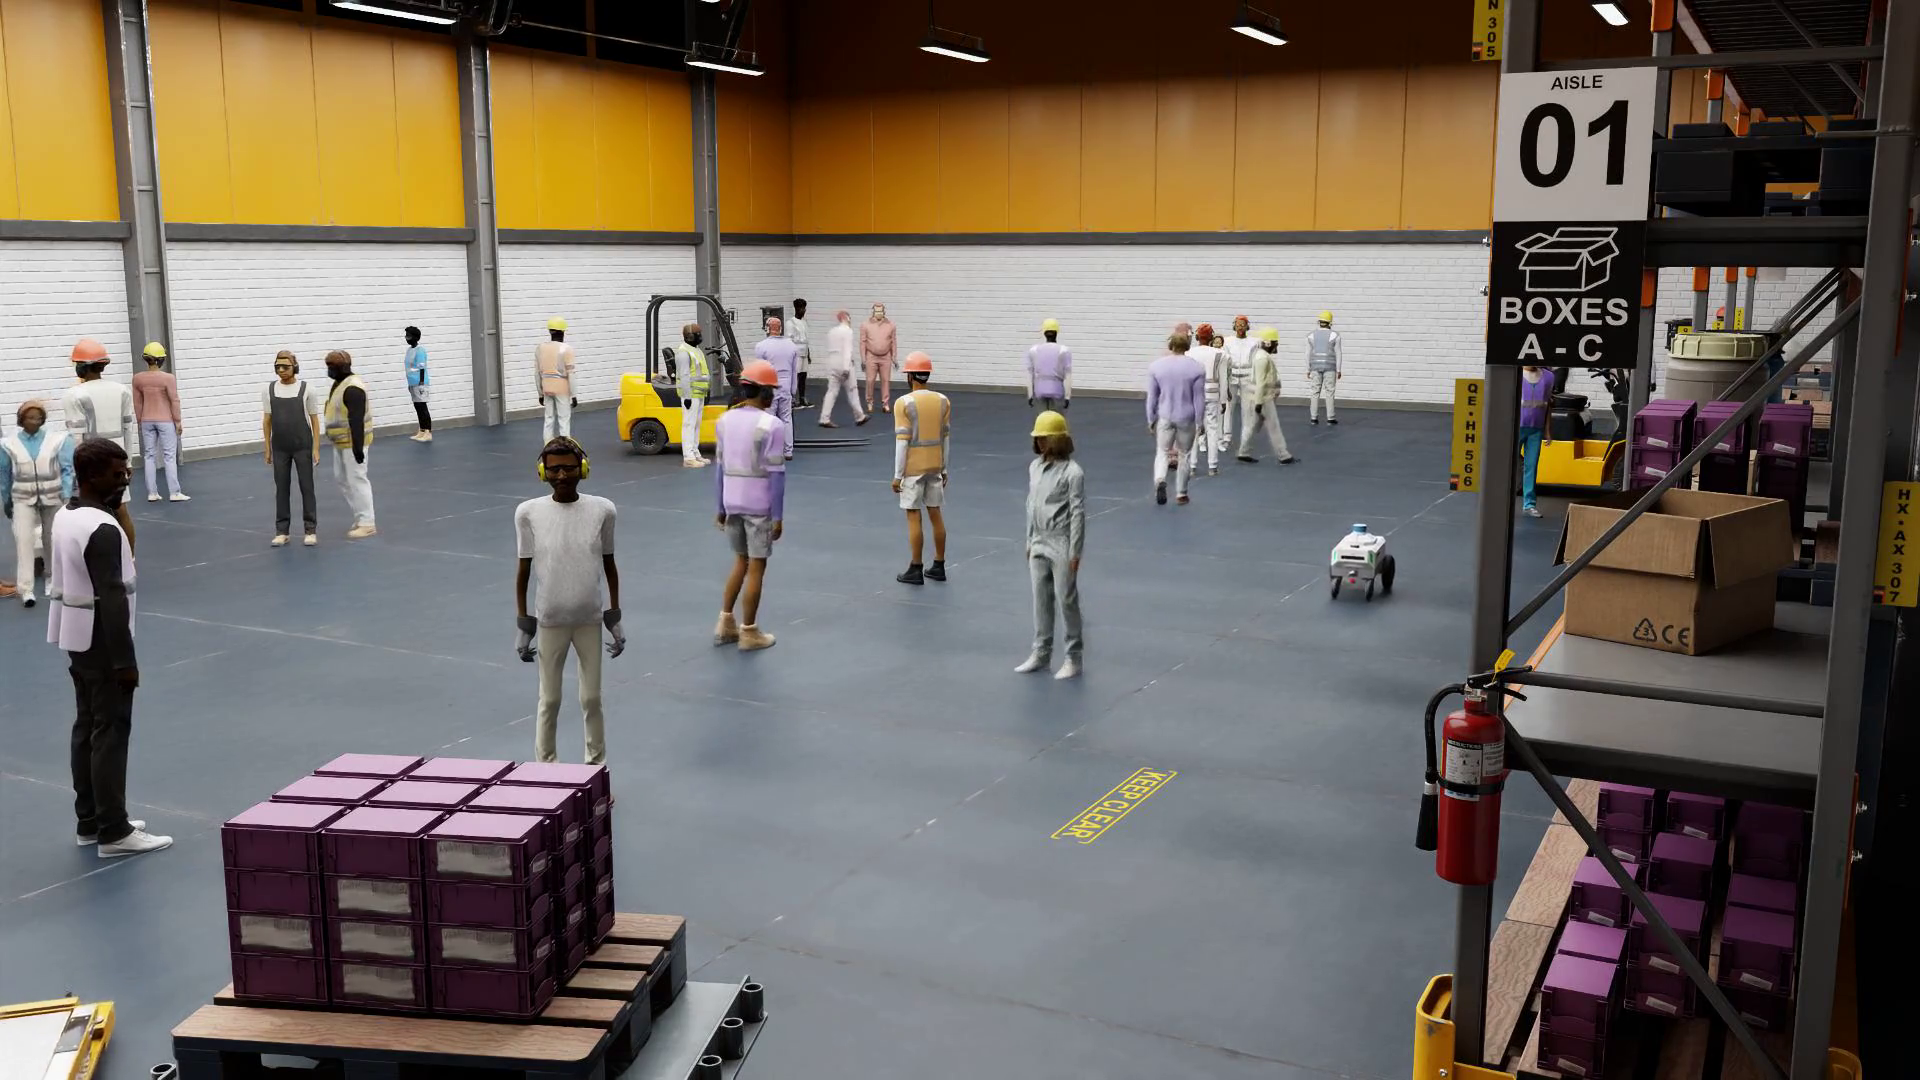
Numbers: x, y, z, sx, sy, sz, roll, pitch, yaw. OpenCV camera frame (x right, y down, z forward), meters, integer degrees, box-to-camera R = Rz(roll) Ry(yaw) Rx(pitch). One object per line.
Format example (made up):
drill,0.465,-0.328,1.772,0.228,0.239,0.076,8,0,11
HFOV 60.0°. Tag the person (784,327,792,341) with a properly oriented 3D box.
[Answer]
person,-2.786,-2.525,25.485,0.524,1.769,0.326,-8,13,-39

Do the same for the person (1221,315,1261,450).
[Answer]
person,3.905,-2.197,23.254,0.573,1.882,0.356,1,10,8

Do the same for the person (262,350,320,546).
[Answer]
person,-6.262,-0.857,15.601,0.506,1.846,0.350,-1,10,-7

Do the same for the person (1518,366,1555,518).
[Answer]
person,5.870,-1.145,17.274,0.566,1.843,0.390,-1,10,-7

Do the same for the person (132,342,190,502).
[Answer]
person,-8.832,-1.292,18.351,0.522,1.768,0.312,1,10,6

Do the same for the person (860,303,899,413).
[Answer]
person,-1.391,-3.118,28.611,0.671,1.908,0.549,-2,10,-10

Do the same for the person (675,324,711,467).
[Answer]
person,-3.429,-1.860,21.424,0.429,1.841,0.633,1,10,7

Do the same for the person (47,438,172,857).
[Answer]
person,-3.939,0.490,7.604,0.376,1.912,0.594,-9,14,-44

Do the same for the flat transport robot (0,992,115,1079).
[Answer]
flat transport robot,-3.071,1.743,5.099,0.652,0.197,1.431,-3,10,-18

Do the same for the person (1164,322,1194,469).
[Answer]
person,2.782,-1.839,21.224,0.485,1.866,0.670,-3,10,-16

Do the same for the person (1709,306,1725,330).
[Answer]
person,11.777,-2.660,25.774,0.374,1.935,0.552,-5,11,-29

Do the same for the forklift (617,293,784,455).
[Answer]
forklift,-3.588,-2.317,23.042,2.313,2.155,1.214,-1,10,-5

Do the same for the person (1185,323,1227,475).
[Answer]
person,3.006,-1.731,20.551,0.584,1.882,0.345,1,10,6

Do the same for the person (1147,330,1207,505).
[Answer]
person,2.331,-1.302,17.959,0.647,1.920,0.762,3,10,17

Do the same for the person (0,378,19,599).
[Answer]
person,-7.783,-0.500,13.269,0.356,1.936,0.635,-5,11,-27

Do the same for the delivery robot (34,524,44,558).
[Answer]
delivery robot,-7.635,-0.030,14.277,0.707,0.478,0.477,-4,11,-23

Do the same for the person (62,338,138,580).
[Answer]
person,-7.112,-0.637,13.742,0.364,2.048,0.611,4,11,22

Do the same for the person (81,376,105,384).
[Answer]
person,-8.022,-0.743,15.552,0.266,1.631,0.507,-7,12,-37

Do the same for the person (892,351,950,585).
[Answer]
person,-0.343,-0.600,13.847,0.550,1.935,0.375,-8,12,-38

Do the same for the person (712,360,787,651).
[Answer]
person,-1.432,-0.237,11.567,0.627,2.016,0.509,7,12,35

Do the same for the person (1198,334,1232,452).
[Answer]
person,3.525,-2.033,23.004,0.515,1.640,0.315,-3,10,-14

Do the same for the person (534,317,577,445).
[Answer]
person,-5.203,-1.918,21.510,0.590,1.926,0.388,4,11,21

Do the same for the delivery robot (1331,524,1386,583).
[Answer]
delivery robot,3.225,0.114,13.440,0.477,0.478,0.707,4,11,21

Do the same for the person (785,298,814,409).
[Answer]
person,-2.840,-3.288,29.384,0.392,1.953,0.611,5,11,27

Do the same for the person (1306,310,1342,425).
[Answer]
person,5.820,-2.746,26.567,0.586,1.835,0.403,5,11,29

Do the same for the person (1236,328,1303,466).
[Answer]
person,3.995,-1.844,21.495,0.852,1.789,0.614,2,10,9

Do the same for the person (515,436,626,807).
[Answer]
person,-1.919,0.417,8.189,0.533,1.859,0.311,-3,10,-18

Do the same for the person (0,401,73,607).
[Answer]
person,-7.248,-0.295,13.083,0.511,1.590,0.840,-6,11,-29

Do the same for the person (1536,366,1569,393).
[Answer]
person,8.203,-2.263,23.177,0.744,2.000,0.765,5,11,25

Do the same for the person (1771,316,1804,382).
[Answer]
person,10.883,-2.020,22.169,0.632,1.914,0.915,2,10,11

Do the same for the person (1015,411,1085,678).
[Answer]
person,0.594,0.032,10.761,0.331,1.745,0.491,-8,12,-38

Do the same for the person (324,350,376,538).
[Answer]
person,-5.897,-0.932,16.099,0.464,1.826,0.660,-6,12,-33

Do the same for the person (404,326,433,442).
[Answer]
person,-7.920,-2.277,24.272,0.320,1.694,0.534,-7,12,-36

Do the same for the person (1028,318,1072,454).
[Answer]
person,1.155,-1.917,21.544,0.590,1.912,0.471,2,10,14

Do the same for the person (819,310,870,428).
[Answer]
person,-1.827,-2.695,26.283,0.985,1.836,0.709,-8,13,-40

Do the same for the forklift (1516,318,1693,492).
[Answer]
forklift,7.066,-1.601,18.899,2.313,2.155,1.214,5,11,27

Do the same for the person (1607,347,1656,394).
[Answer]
person,9.731,-2.295,24.118,0.628,1.796,0.965,1,10,4

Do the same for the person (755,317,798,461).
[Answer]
person,-2.445,-1.977,21.937,0.644,1.903,0.401,-8,13,-39
